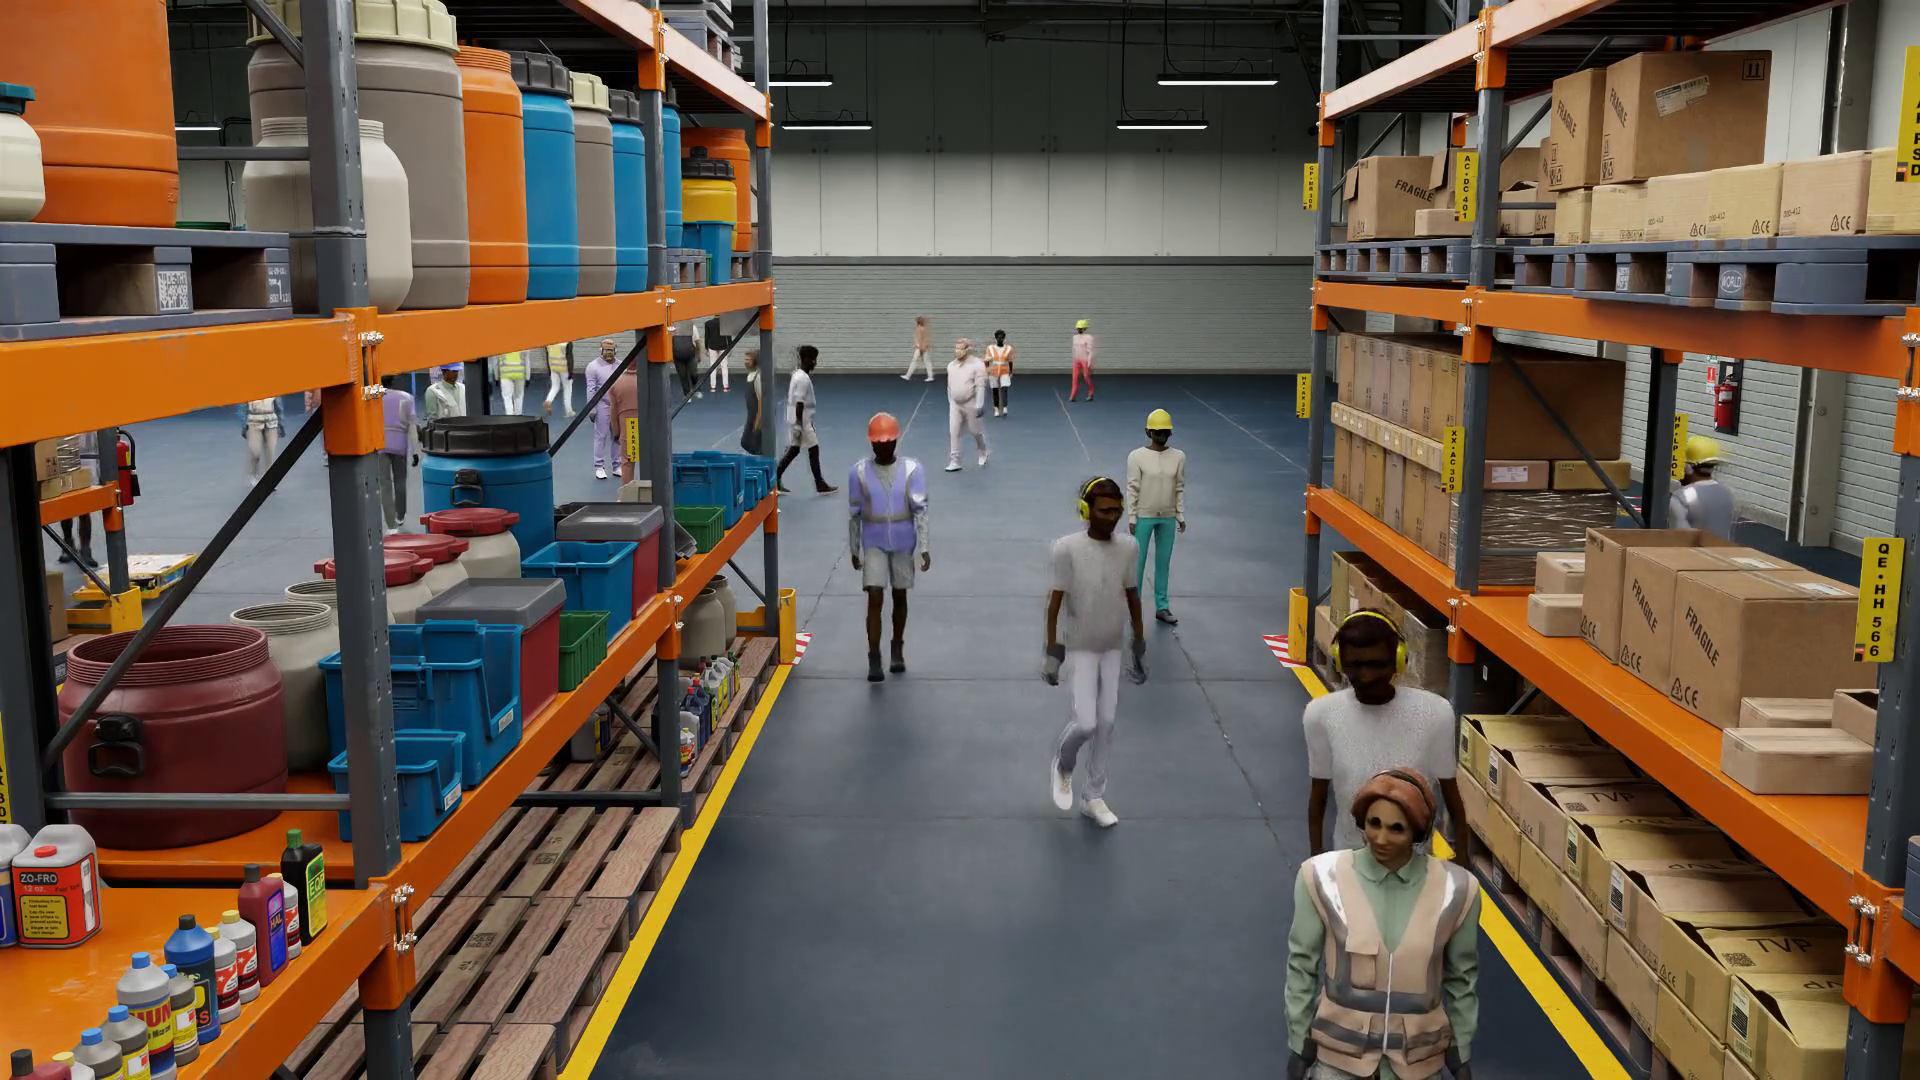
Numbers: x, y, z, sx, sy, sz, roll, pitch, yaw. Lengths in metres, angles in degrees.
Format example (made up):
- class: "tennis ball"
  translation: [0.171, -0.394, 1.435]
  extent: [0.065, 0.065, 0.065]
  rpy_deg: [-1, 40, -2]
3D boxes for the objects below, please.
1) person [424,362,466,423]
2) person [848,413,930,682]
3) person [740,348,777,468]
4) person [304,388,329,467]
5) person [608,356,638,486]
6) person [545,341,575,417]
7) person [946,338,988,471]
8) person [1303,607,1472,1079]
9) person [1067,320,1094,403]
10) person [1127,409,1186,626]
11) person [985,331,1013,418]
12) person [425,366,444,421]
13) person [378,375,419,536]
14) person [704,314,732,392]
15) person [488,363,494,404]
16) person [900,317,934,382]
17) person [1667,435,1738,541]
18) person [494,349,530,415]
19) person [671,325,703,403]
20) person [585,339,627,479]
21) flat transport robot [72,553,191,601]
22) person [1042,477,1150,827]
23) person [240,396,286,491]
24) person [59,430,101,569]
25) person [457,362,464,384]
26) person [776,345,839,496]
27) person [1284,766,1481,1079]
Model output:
- class: "person"
  translation: [-5.677, -1.111, 18.577]
  extent: [0.406, 1.946, 0.608]
  rpy_deg: [5, 11, 29]
- class: "person"
  translation: [-0.501, 0.058, 11.752]
  extent: [0.561, 1.890, 0.965]
  rpy_deg: [-1, 10, -5]
- class: "person"
  translation: [-2.681, -1.622, 21.982]
  extent: [0.428, 1.831, 0.519]
  rpy_deg: [-5, 11, -29]
- class: "person"
  translation: [-9.136, -1.890, 23.927]
  extent: [0.532, 1.724, 0.900]
  rpy_deg: [-3, 10, -15]
- class: "person"
  translation: [-3.846, -1.308, 19.880]
  extent: [0.636, 1.911, 0.406]
  rpy_deg: [1, 10, 7]
- class: "person"
  translation: [-7.671, -3.263, 31.839]
  extent: [0.636, 1.827, 0.671]
  rpy_deg: [4, 10, 21]
- class: "person"
  translation: [0.112, -1.951, 23.813]
  extent: [0.638, 1.881, 0.849]
  rpy_deg: [5, 11, 28]
- class: "person"
  translation: [1.461, 1.100, 5.671]
  extent: [0.587, 1.831, 0.665]
  rpy_deg: [3, 10, 19]
- class: "person"
  translation: [2.616, -3.807, 35.474]
  extent: [0.534, 1.756, 0.791]
  rpy_deg: [7, 12, 38]
- class: "person"
  translation: [1.606, -0.188, 13.591]
  extent: [0.523, 1.769, 0.324]
  rpy_deg: [-3, 10, -19]
- class: "person"
  translation: [0.744, -3.154, 31.657]
  extent: [0.545, 1.649, 0.856]
  rpy_deg: [0, 9, 2]
- class: "person"
  translation: [-7.899, -2.249, 25.173]
  extent: [0.553, 2.022, 0.605]
  rpy_deg: [-1, 10, -4]
- class: "person"
  translation: [-6.240, -1.004, 18.149]
  extent: [0.601, 1.864, 1.014]
  rpy_deg: [-4, 10, -21]
- class: "person"
  translation: [-5.534, -4.394, 38.093]
  extent: [0.623, 1.994, 0.382]
  rpy_deg: [-1, 10, -5]
- class: "person"
  translation: [-7.679, -2.307, 26.551]
  extent: [0.563, 1.668, 0.459]
  rpy_deg: [5, 11, 30]
- class: "person"
  translation: [-1.036, -4.734, 41.304]
  extent: [0.871, 1.589, 0.538]
  rpy_deg: [3, 10, 16]
- class: "person"
  translation: [4.844, 0.215, 11.025]
  extent: [0.596, 1.818, 0.422]
  rpy_deg: [-4, 10, -23]
- class: "person"
  translation: [-8.006, -2.922, 29.797]
  extent: [0.630, 1.825, 0.710]
  rpy_deg: [-4, 10, -21]
- class: "person"
  translation: [-5.816, -3.873, 34.971]
  extent: [0.731, 2.000, 0.619]
  rpy_deg: [-1, 9, -4]
- class: "person"
  translation: [-4.804, -1.802, 22.847]
  extent: [0.651, 1.904, 0.403]
  rpy_deg: [-9, 13, -44]
- class: "flat transport robot"
  translation: [-7.469, 0.319, 15.154]
  extent: [0.652, 0.197, 1.431]
  rpy_deg: [-1, 10, -7]
- class: "person"
  translation: [0.719, 0.582, 8.741]
  extent: [0.566, 1.849, 0.411]
  rpy_deg: [-4, 10, -24]
- class: "person"
  translation: [-8.996, -1.444, 21.494]
  extent: [0.546, 1.625, 0.357]
  rpy_deg: [-7, 12, -38]
- class: "person"
  translation: [-8.697, -0.667, 16.210]
  extent: [0.694, 1.864, 0.981]
  rpy_deg: [-5, 11, -27]
- class: "person"
  translation: [-11.510, -4.298, 37.728]
  extent: [0.642, 1.921, 0.439]
  rpy_deg: [-3, 10, -17]
- class: "person"
  translation: [-2.043, -1.521, 21.146]
  extent: [0.890, 1.921, 0.621]
  rpy_deg: [-2, 10, -13]
- class: "person"
  translation: [1.127, 1.397, 4.482]
  extent: [0.513, 1.638, 0.313]
  rpy_deg: [1, 10, 6]
